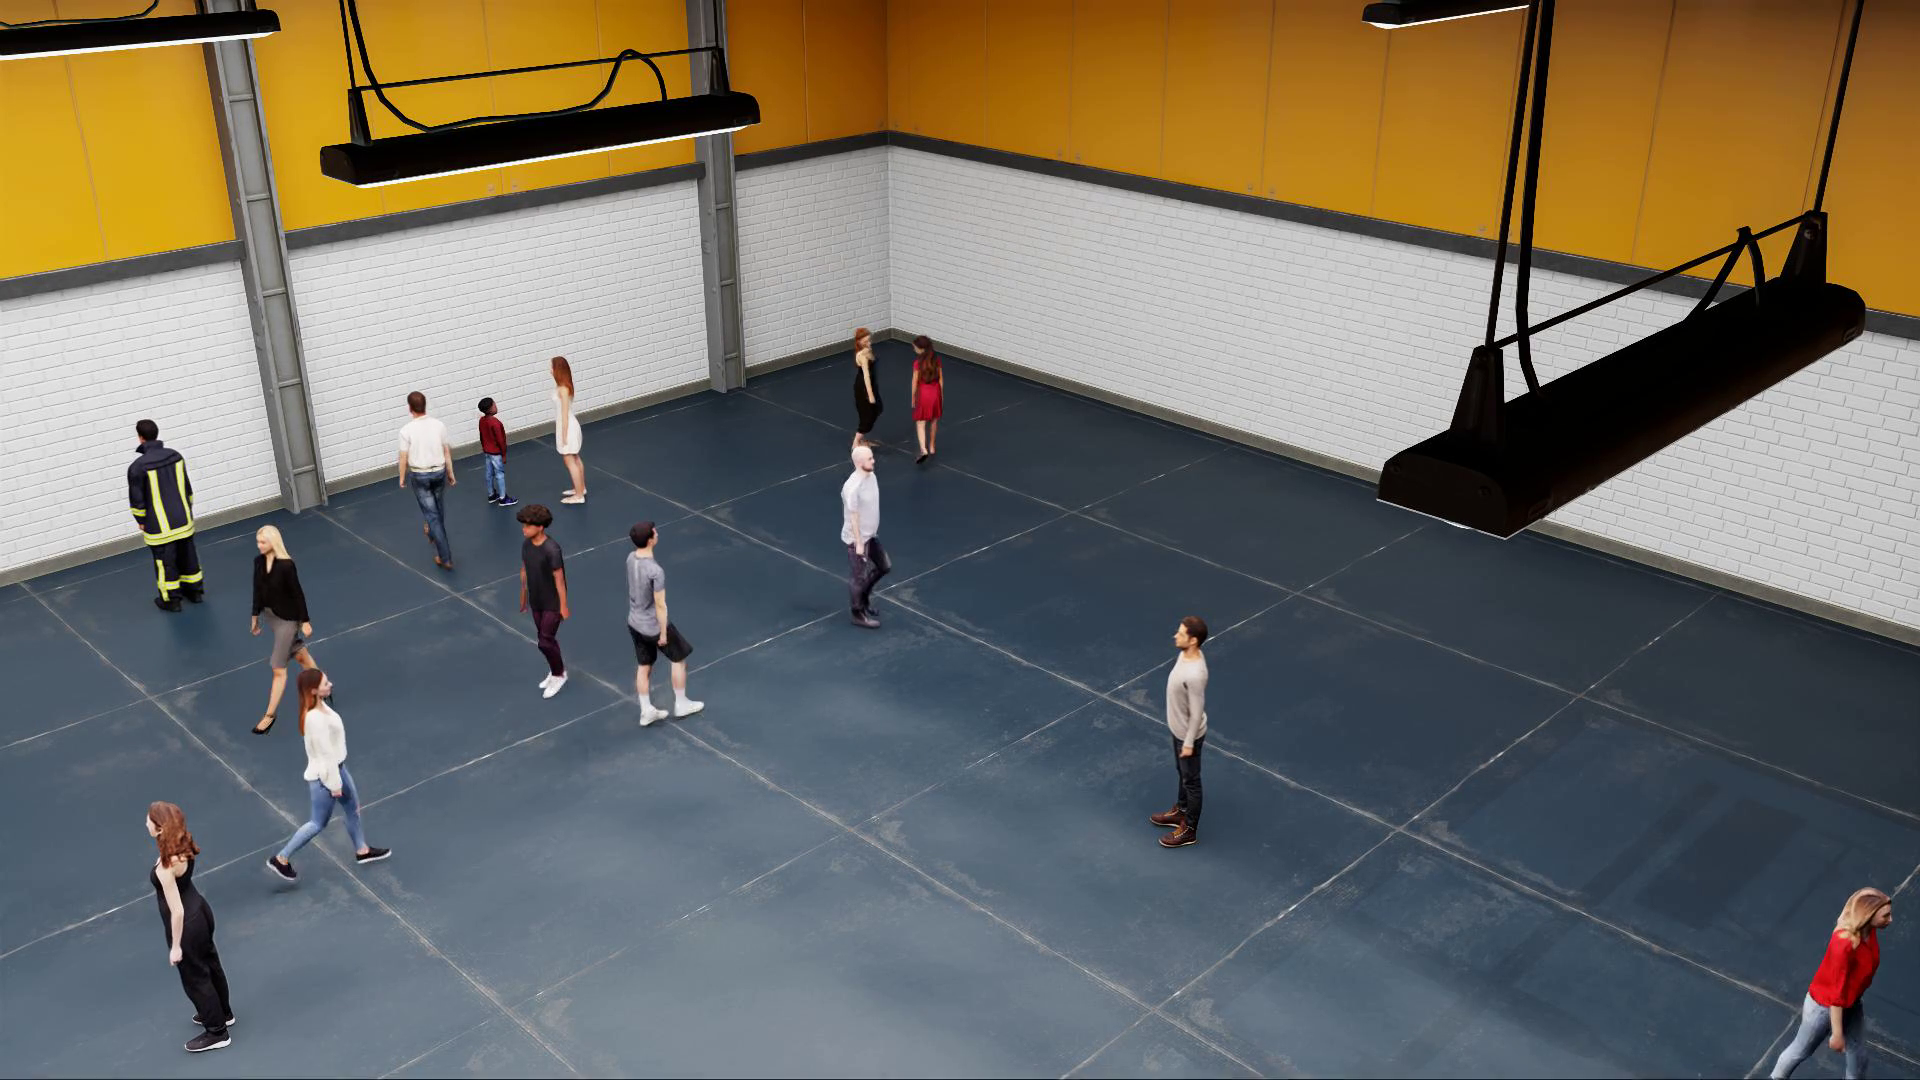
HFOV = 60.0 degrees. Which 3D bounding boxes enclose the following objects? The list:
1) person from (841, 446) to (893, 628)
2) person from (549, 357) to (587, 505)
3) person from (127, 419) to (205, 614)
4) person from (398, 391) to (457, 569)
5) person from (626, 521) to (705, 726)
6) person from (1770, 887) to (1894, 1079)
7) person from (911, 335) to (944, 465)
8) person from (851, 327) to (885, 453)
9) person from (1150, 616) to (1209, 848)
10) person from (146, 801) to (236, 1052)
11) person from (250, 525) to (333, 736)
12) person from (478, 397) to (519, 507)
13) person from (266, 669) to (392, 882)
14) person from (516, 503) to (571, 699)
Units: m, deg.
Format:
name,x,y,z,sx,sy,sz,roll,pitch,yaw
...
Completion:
name,x,y,z,sx,sy,sz,roll,pitch,yaw
person,-1.008,-0.040,15.766,0.807,1.820,0.710,11,26,23
person,-4.390,-1.244,18.663,0.678,1.705,0.644,-4,24,-9
person,-7.690,-0.254,16.126,0.899,1.925,0.702,13,27,27
person,-5.415,-0.588,17.029,1.093,1.811,0.803,-18,30,-36
person,-2.671,0.722,13.974,0.662,1.858,0.787,21,31,39
person,5.016,2.692,9.695,0.919,1.676,0.760,-18,30,-36
person,-0.399,-1.686,19.903,0.962,1.521,0.921,-5,24,-11
person,-1.151,-1.794,20.050,0.848,1.602,0.775,-4,24,-9
person,1.698,1.409,12.392,0.787,1.868,0.743,-1,24,-3
person,-4.785,2.377,10.327,0.689,1.747,0.670,-5,24,-11
person,-5.640,0.700,14.094,0.850,1.803,1.171,12,26,26
person,-5.240,-1.006,18.680,0.527,1.256,0.513,17,29,34
person,-4.641,1.715,11.946,1.170,1.663,0.916,-9,25,-20
person,-3.575,0.489,14.619,0.665,1.769,0.638,18,29,35
